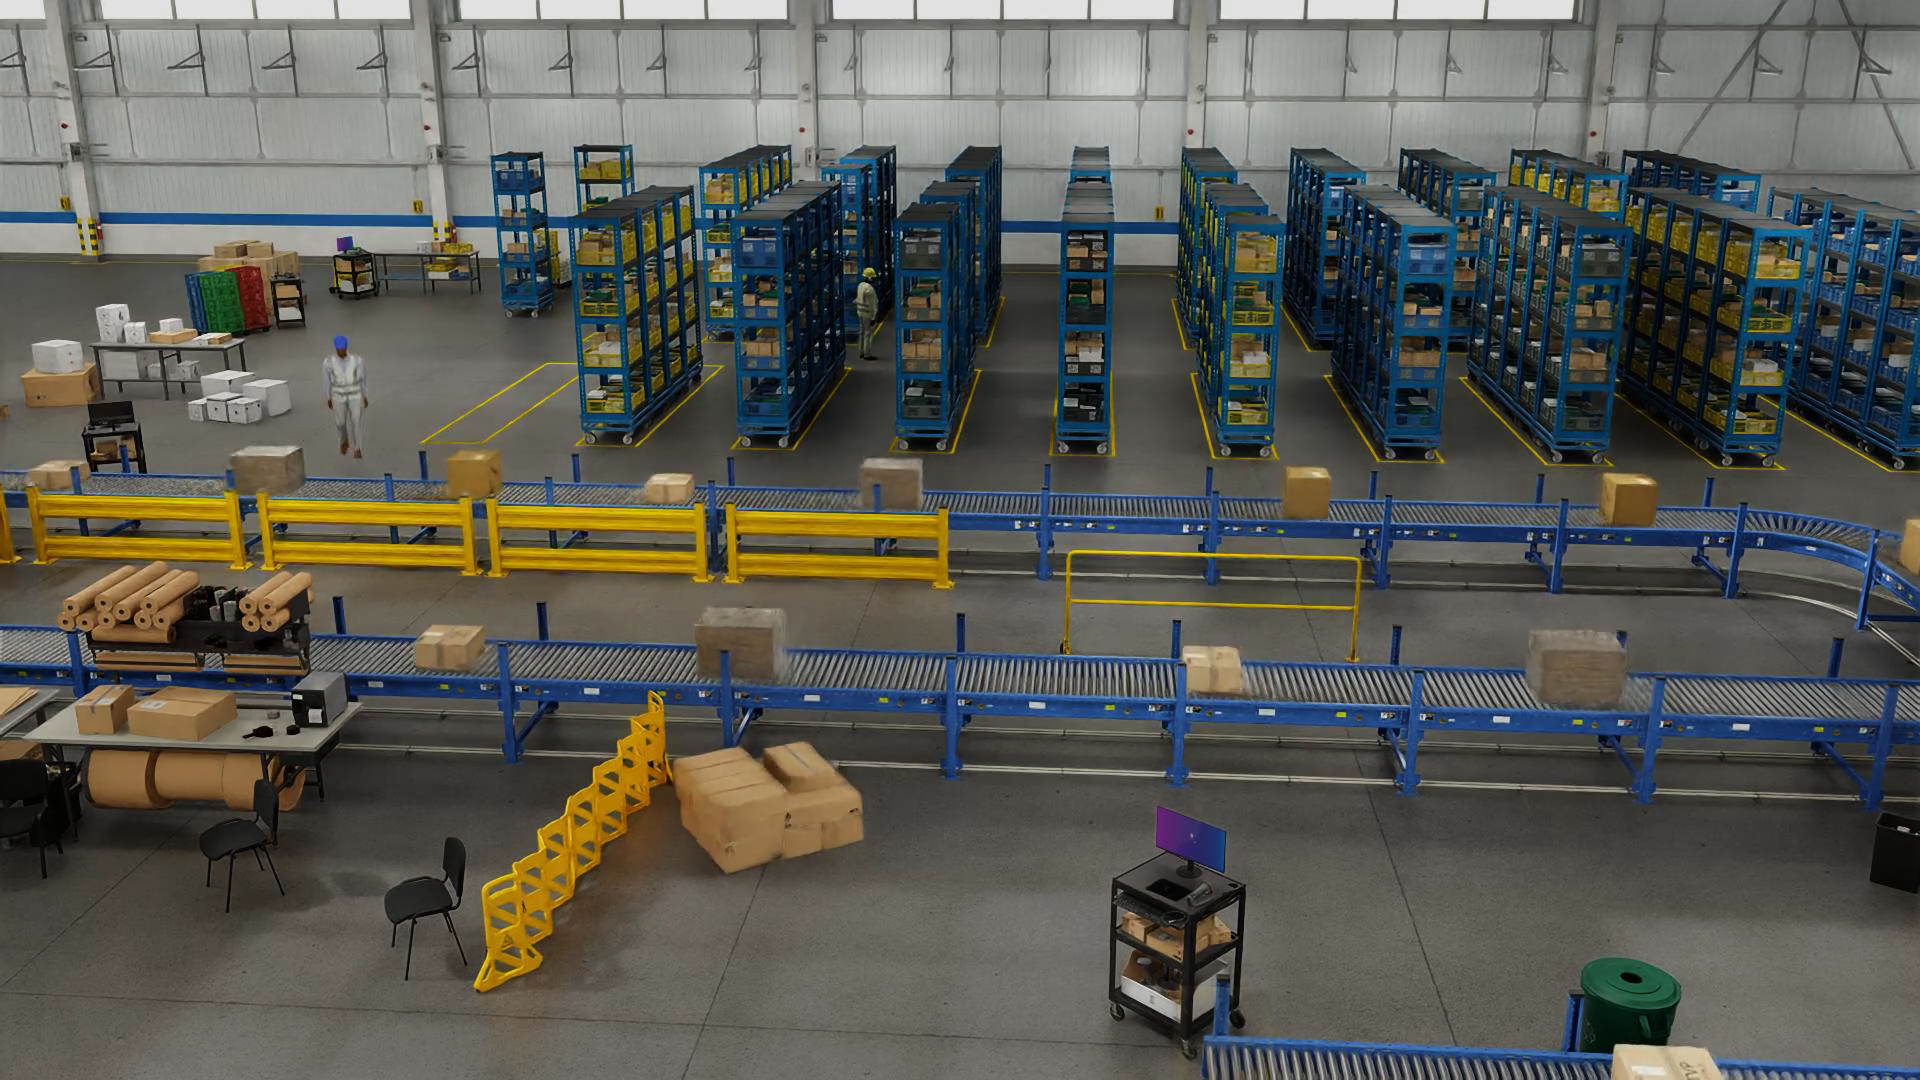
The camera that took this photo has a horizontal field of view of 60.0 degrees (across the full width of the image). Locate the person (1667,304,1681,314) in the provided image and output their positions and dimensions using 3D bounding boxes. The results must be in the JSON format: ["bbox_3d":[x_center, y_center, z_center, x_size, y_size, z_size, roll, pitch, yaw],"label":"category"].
[{"bbox_3d":[13.469,-4.038,31.411,0.888,1.815,0.567,0,17,1],"label":"person"}]

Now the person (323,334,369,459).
[{"bbox_3d":[-9.333,-2.180,25.321,0.626,1.931,0.449,-7,19,-20],"label":"person"}]

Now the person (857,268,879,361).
[{"bbox_3d":[-1.796,-4.427,32.637,0.408,1.824,0.586,-8,19,-25],"label":"person"}]
